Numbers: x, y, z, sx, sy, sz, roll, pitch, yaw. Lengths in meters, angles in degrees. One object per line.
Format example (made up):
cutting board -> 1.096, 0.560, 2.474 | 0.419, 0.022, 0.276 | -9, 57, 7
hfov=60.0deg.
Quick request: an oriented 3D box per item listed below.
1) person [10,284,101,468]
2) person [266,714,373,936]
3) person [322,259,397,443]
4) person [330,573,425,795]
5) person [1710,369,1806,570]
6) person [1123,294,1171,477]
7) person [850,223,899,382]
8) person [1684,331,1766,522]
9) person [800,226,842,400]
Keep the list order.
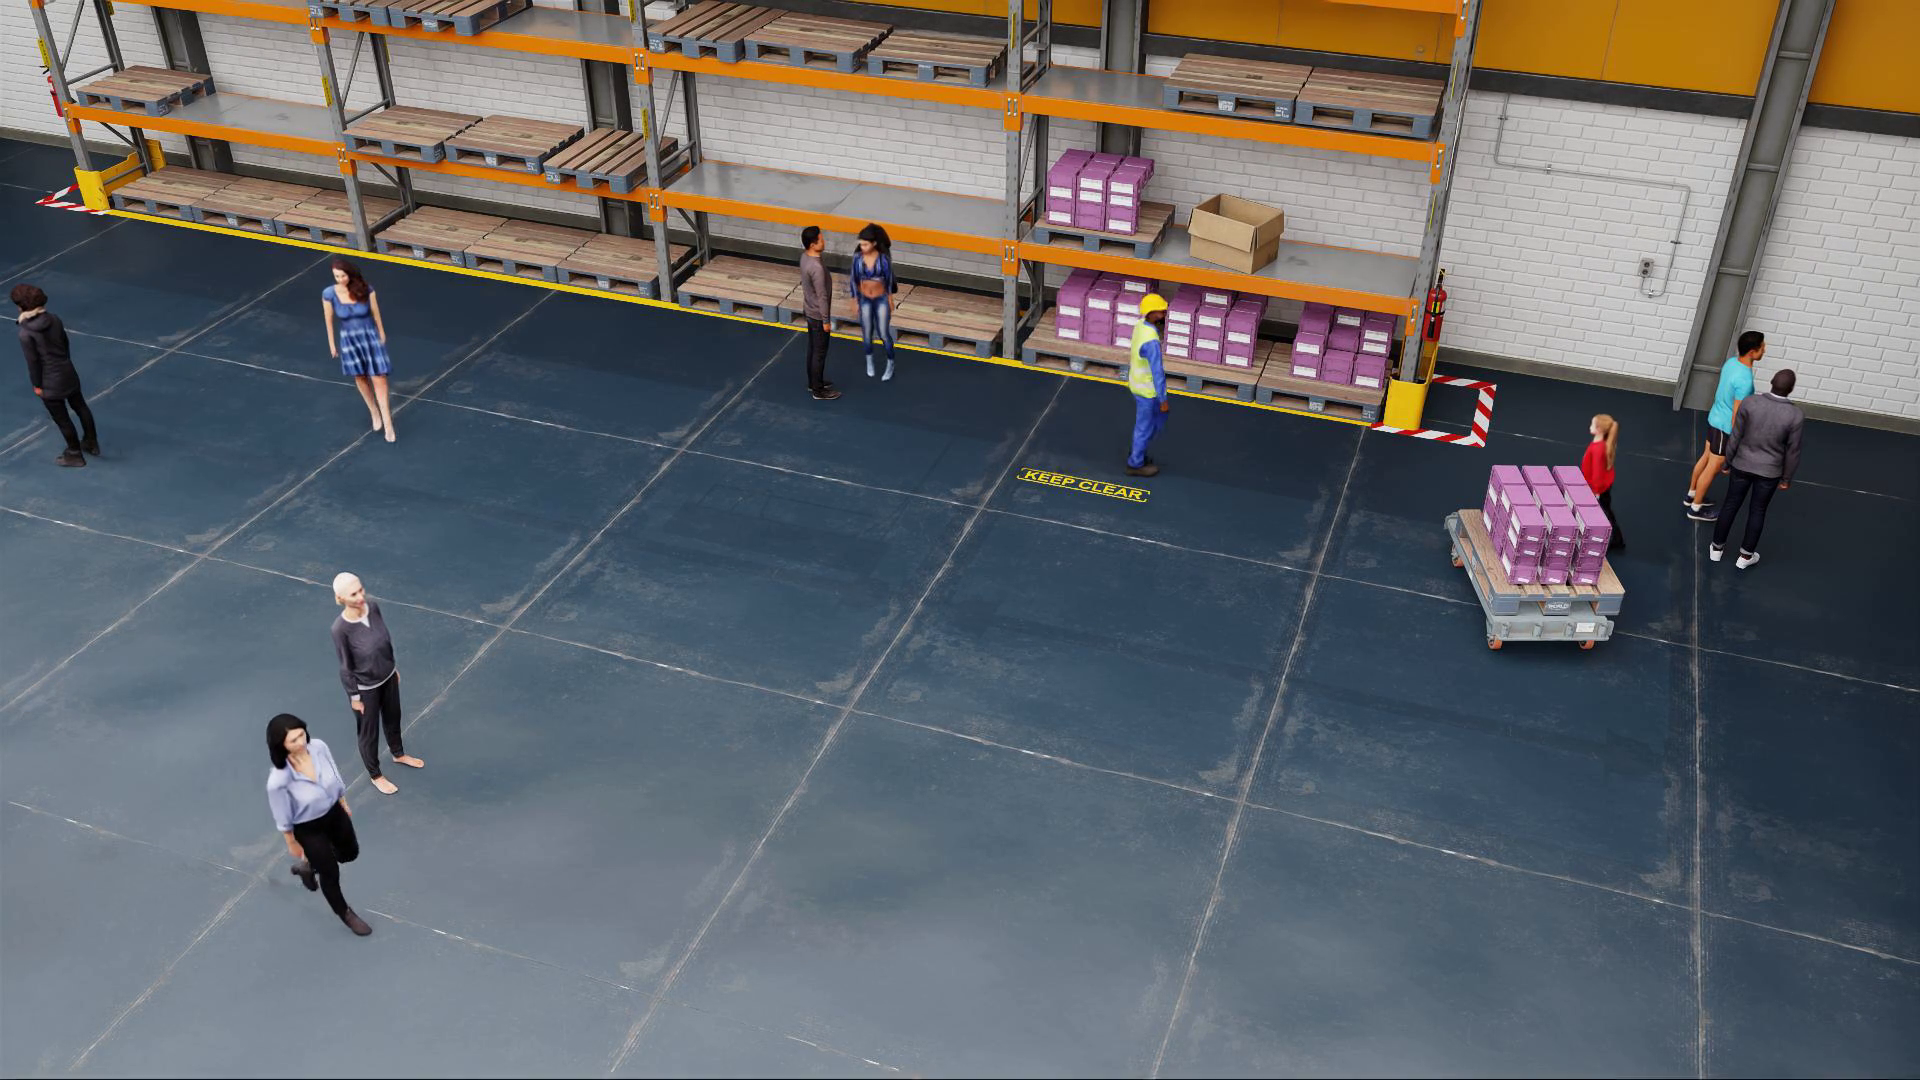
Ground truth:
person -> -8.206, -1.498, 15.085 | 0.576, 1.779, 0.612 | 11, 35, 16
person -> -4.020, 1.733, 10.265 | 0.876, 1.734, 0.706 | 16, 37, 22
person -> -5.603, -1.825, 15.572 | 0.920, 1.784, 0.957 | -8, 35, -12
person -> -4.064, 0.945, 11.457 | 0.527, 1.726, 0.612 | 14, 36, 20
person -> 6.555, -0.589, 13.681 | 0.655, 1.818, 0.843 | 23, 40, 31
person -> 1.599, -1.361, 14.858 | 0.750, 1.802, 0.754 | 0, 34, 0
person -> -0.880, -2.400, 16.583 | 0.604, 1.621, 0.705 | 1, 34, 1
person -> 6.581, -0.999, 14.339 | 0.589, 1.773, 0.652 | 4, 34, 6
person -> -1.395, -2.224, 16.187 | 0.737, 1.767, 0.714 | -4, 34, -6
